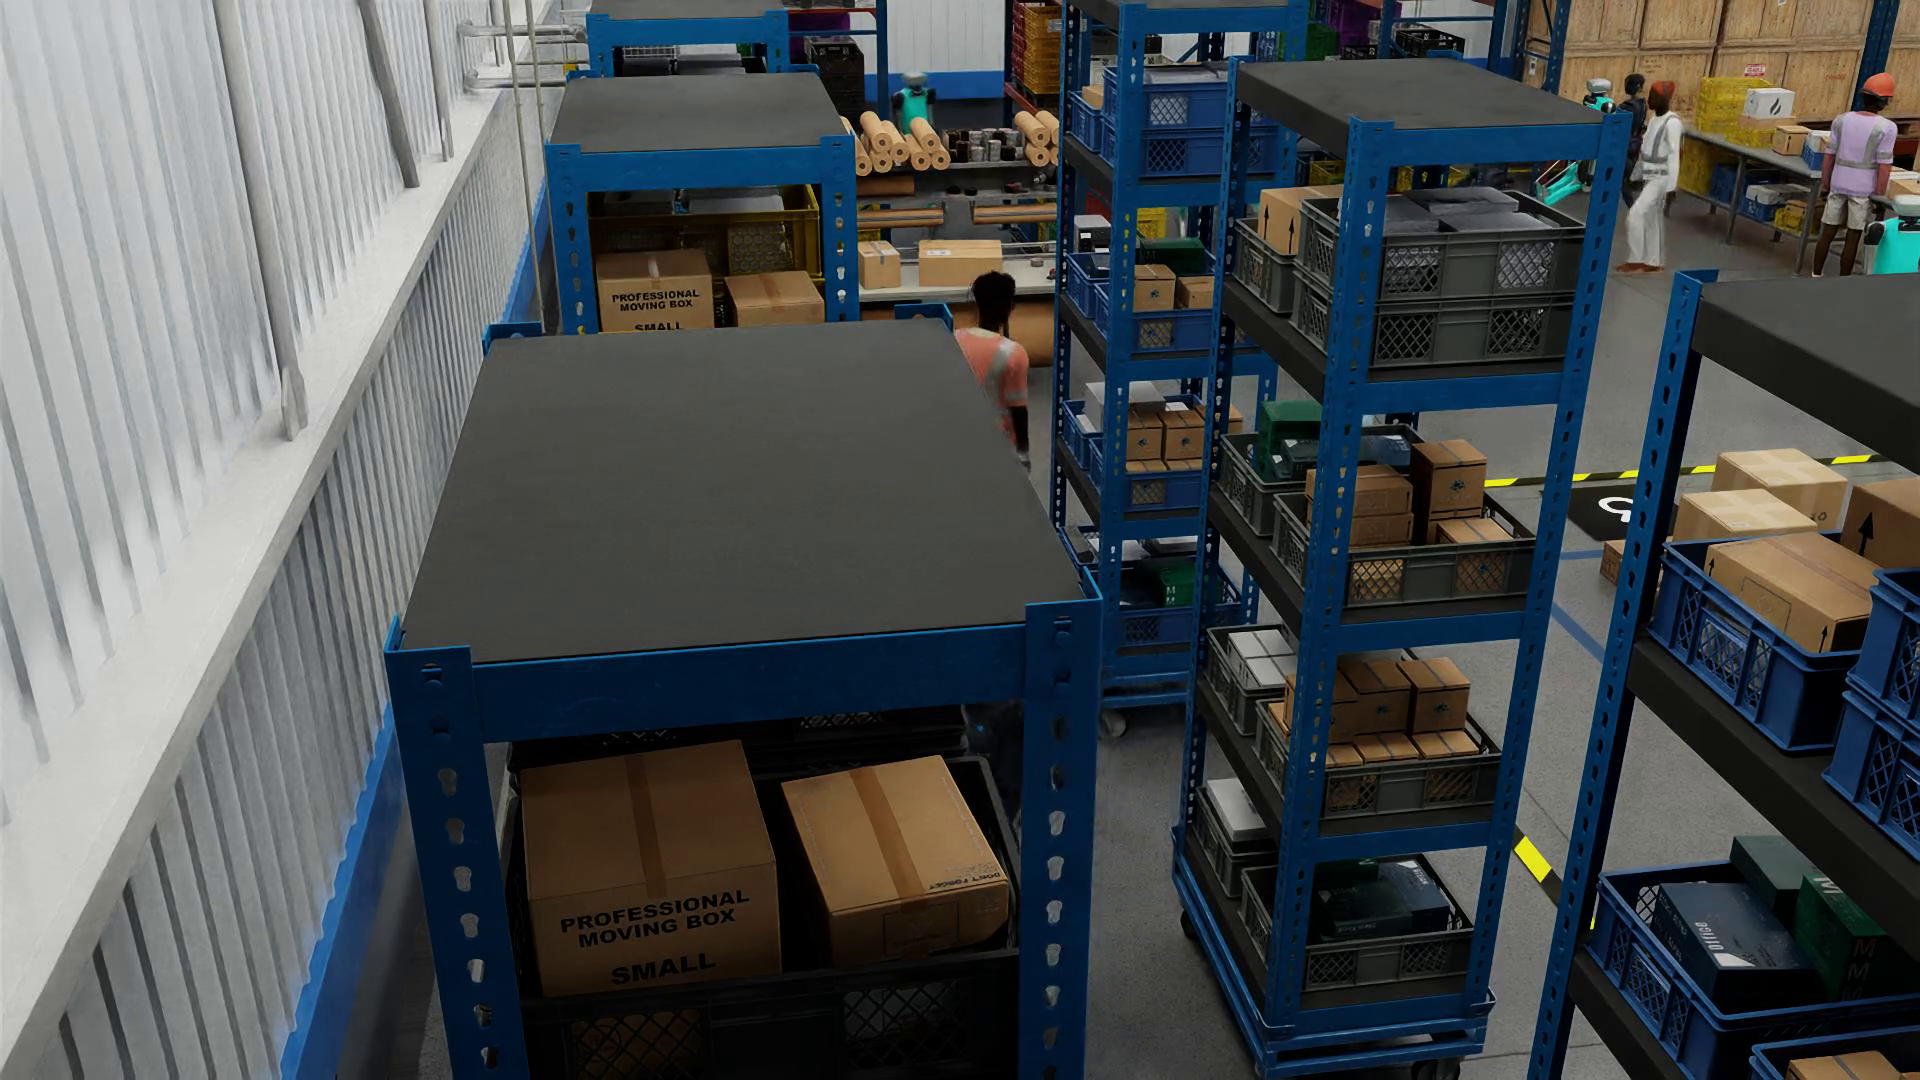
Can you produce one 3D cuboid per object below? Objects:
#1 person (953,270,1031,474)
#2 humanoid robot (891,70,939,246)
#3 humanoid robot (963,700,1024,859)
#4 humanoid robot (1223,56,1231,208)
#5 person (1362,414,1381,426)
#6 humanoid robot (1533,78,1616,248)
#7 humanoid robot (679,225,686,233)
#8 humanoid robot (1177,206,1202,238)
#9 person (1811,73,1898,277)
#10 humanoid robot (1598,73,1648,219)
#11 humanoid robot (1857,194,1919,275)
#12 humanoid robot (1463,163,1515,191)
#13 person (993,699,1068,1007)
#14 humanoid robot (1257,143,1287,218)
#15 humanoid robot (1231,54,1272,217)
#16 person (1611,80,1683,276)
[{"bbox_3d":[0.137,-0.600,9.598,0.739,1.944,0.613,-21,32,-38],"label":"person"},{"bbox_3d":[-0.312,-3.728,16.734,0.550,1.887,0.694,-21,32,-38],"label":"humanoid robot"},{"bbox_3d":[0.036,1.114,6.180,0.590,1.648,0.340,-8,26,-17],"label":"humanoid robot"},{"bbox_3d":[2.975,-4.509,18.411,0.309,1.650,0.611,-16,29,-32],"label":"humanoid robot"},{"bbox_3d":[1.822,0.200,7.969,0.597,1.850,0.397,-2,25,-5],"label":"person"},{"bbox_3d":[5.983,-3.687,16.435,0.737,1.692,0.528,-2,25,-4],"label":"humanoid robot"},{"bbox_3d":[-2.740,-3.545,16.327,0.601,1.647,0.563,0,25,0],"label":"humanoid robot"},{"bbox_3d":[2.326,-3.505,16.214,0.543,1.847,0.660,-3,25,-7],"label":"humanoid robot"},{"bbox_3d":[8.156,-3.208,15.151,0.382,2.041,0.614,-14,28,-28],"label":"person"},{"bbox_3d":[7.099,-4.076,17.562,0.583,1.638,0.815,-19,31,-35],"label":"humanoid robot"},{"bbox_3d":[6.652,-1.544,11.736,0.533,1.677,0.735,0,25,0],"label":"humanoid robot"},{"bbox_3d":[4.509,-2.669,14.482,0.790,1.635,0.608,-16,29,-31],"label":"humanoid robot"},{"bbox_3d":[0.165,0.893,6.414,0.630,1.899,0.982,-14,28,-27],"label":"person"},{"bbox_3d":[2.977,-3.480,16.130,0.530,1.759,0.972,-4,25,-9],"label":"humanoid robot"},{"bbox_3d":[3.106,-4.405,18.087,0.710,1.748,0.541,-12,27,-24],"label":"humanoid robot"},{"bbox_3d":[6.520,-3.416,15.811,0.633,1.861,0.615,1,25,3],"label":"person"}]
